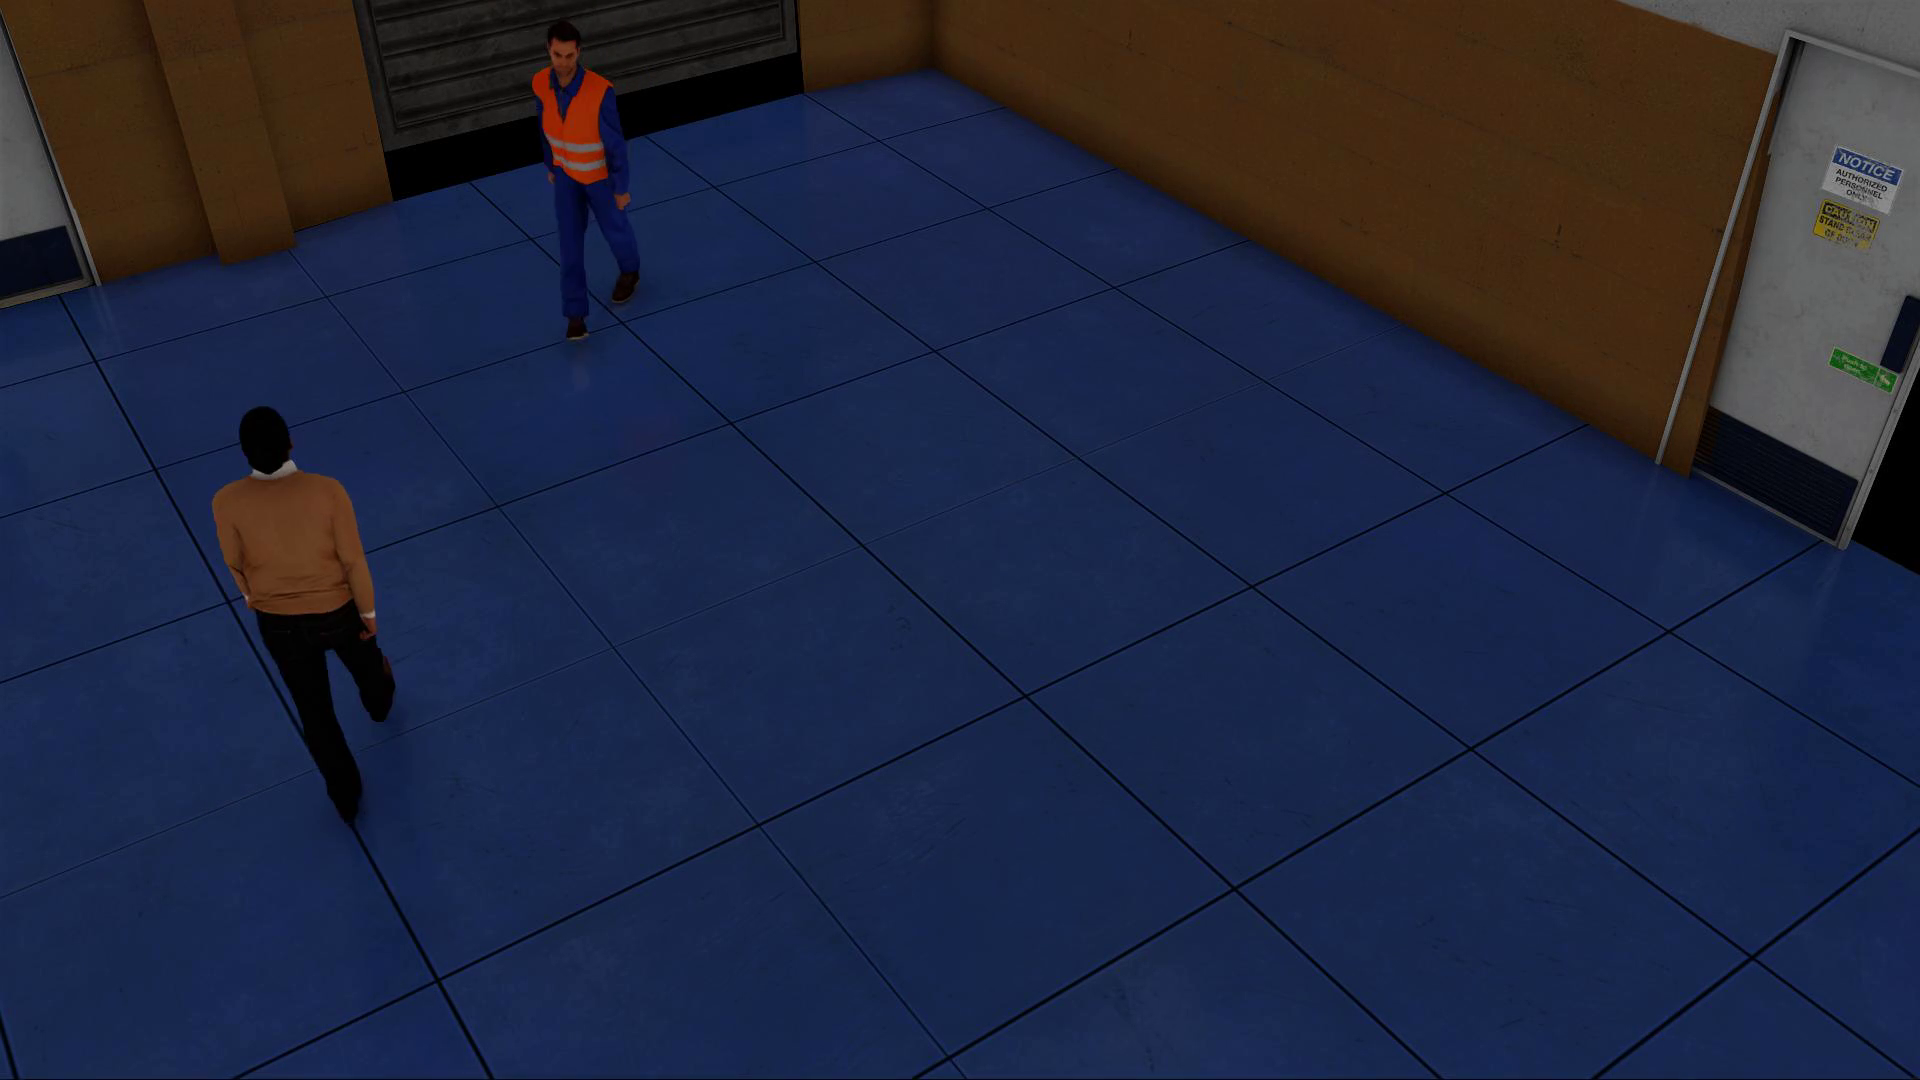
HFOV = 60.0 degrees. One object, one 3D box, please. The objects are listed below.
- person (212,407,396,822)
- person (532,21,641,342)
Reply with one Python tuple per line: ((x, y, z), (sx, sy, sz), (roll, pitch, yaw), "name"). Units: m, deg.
((-2.450, 0.331, 6.274), (1.096, 1.719, 0.948), (-11, 38, -14), "person")
((-2.081, -2.086, 9.422), (1.221, 1.806, 1.281), (9, 38, 12), "person")
